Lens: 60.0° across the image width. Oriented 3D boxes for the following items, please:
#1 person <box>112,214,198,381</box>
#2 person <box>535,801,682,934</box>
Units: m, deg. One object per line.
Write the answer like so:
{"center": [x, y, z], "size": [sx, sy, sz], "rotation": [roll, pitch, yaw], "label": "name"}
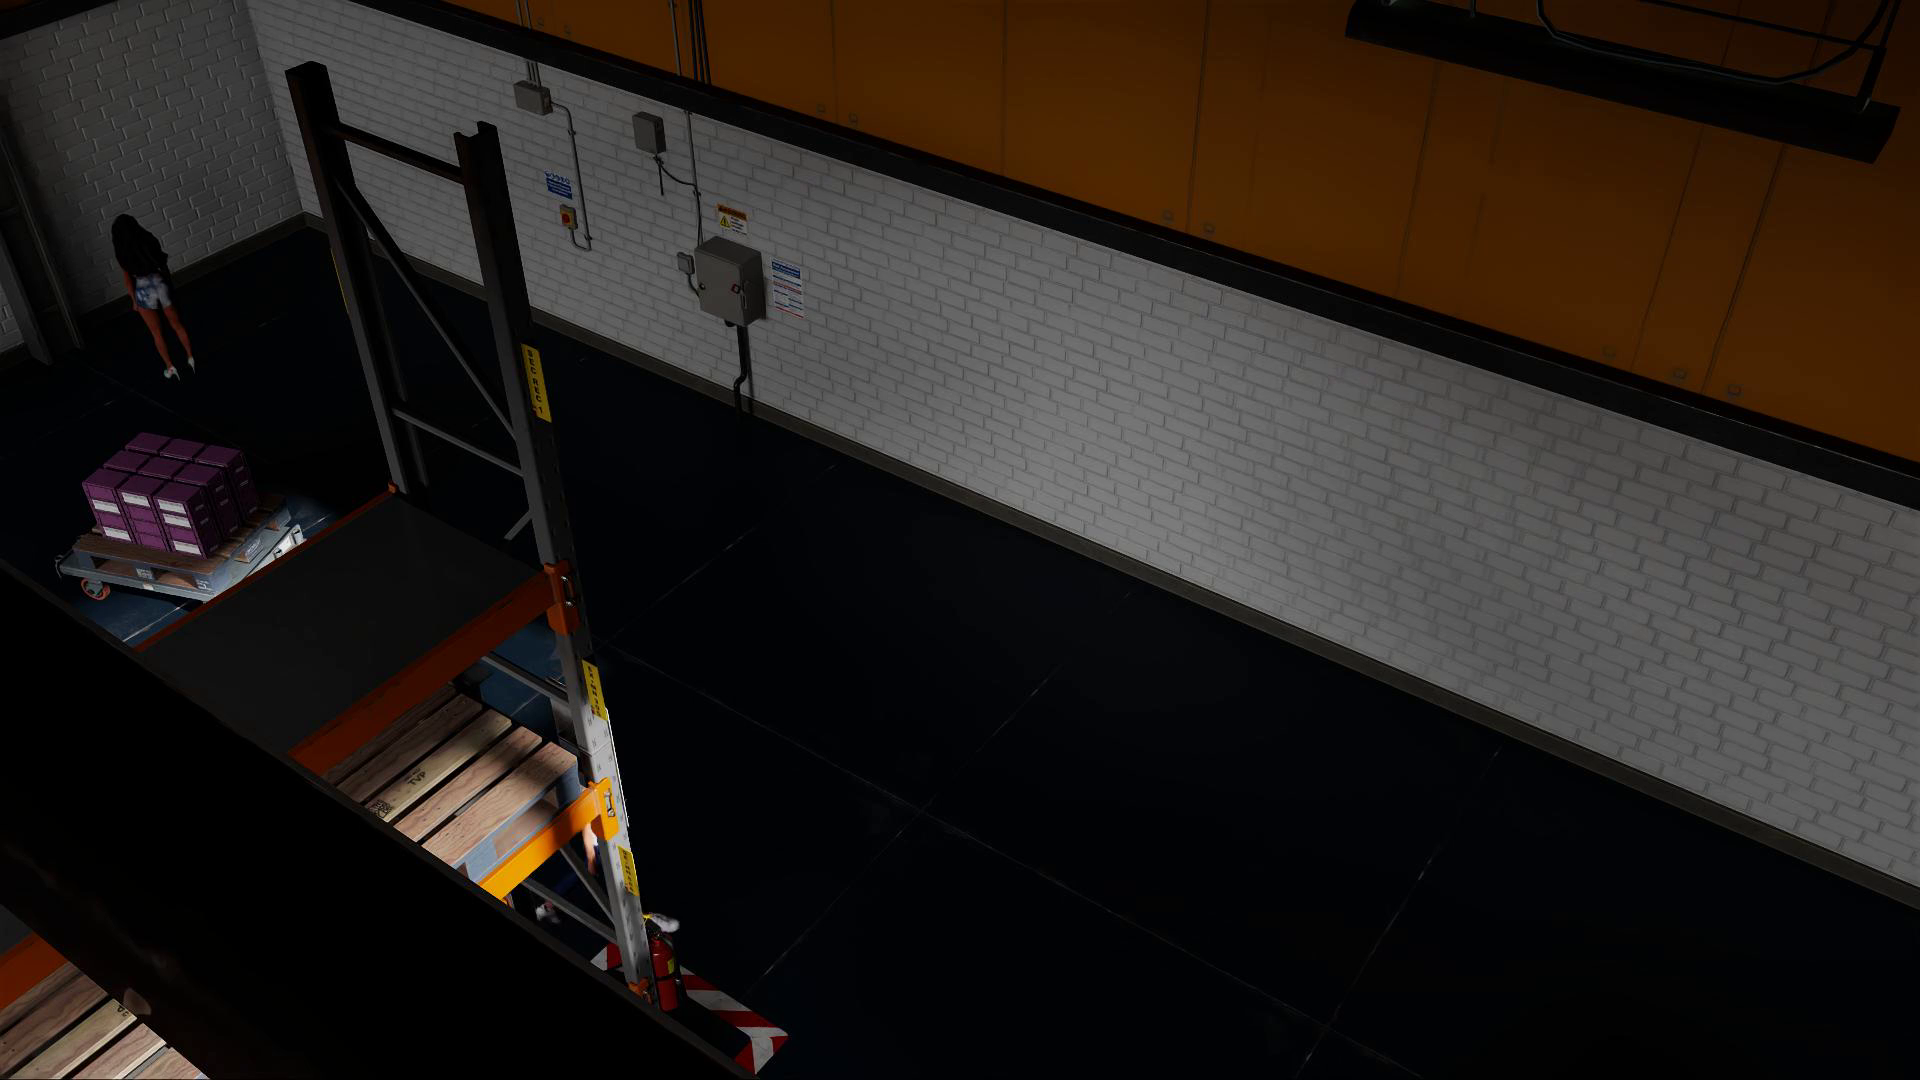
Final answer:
{"center": [-7.256, -2.183, 14.988], "size": [0.661, 1.620, 0.567], "rotation": [32, 48, 33], "label": "person"}
{"center": [-2.222, 1.801, 9.904], "size": [1.144, 1.739, 1.156], "rotation": [-5, 39, -6], "label": "person"}
